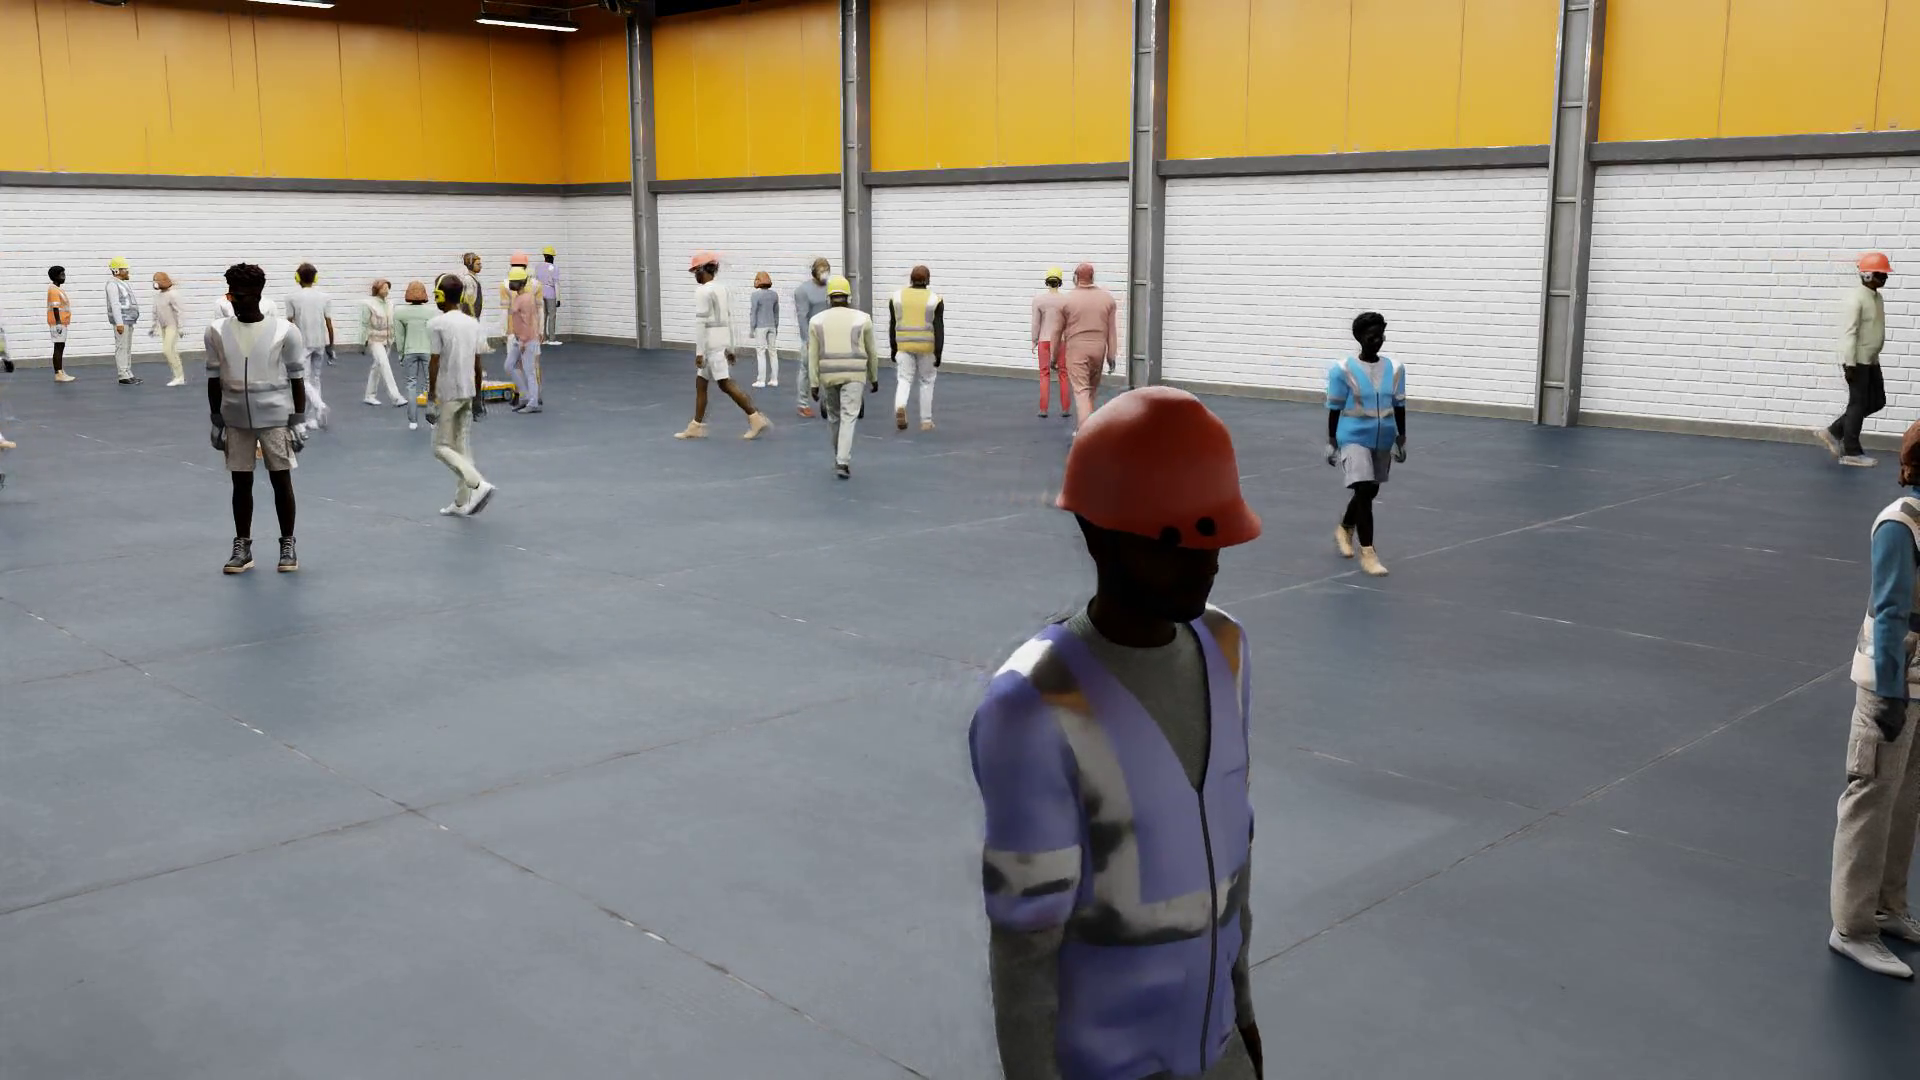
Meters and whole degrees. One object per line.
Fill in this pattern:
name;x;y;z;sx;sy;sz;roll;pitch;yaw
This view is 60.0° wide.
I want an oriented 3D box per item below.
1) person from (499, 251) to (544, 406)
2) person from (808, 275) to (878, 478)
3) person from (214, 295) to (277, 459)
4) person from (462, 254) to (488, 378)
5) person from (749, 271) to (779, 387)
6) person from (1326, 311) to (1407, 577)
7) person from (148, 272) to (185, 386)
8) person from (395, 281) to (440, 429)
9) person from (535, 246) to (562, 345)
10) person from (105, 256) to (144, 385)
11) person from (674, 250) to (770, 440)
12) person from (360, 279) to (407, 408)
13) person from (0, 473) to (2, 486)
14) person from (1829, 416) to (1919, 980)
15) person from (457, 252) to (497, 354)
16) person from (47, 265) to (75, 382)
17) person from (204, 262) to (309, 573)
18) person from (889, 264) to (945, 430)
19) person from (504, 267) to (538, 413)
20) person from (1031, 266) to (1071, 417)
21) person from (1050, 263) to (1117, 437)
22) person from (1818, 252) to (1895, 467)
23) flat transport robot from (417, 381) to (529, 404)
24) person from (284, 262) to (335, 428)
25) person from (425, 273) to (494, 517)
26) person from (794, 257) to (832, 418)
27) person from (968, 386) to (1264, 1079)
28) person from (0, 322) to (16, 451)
person;-5.491;-2.643;20.843;0.551;1.934;0.373;-6;12;-29
person;-1.043;-1.456;14.807;0.592;1.787;0.947;2;11;8
person;-6.881;-1.739;16.133;0.566;1.858;0.860;-2;11;-11
person;-7.285;-3.346;24.921;0.327;1.843;0.514;-3;11;-14
person;-2.763;-2.977;23.512;0.270;1.627;0.503;9;14;42
person;2.592;-0.647;10.702;0.533;1.660;0.831;-3;11;-15
person;-11.204;-2.968;23.493;0.501;1.617;0.493;7;13;34
person;-5.942;-2.031;18.319;0.507;1.636;0.275;-1;10;-6
person;-8.008;-4.755;32.421;0.581;1.919;0.391;6;12;28
person;-11.932;-3.123;23.741;0.404;1.833;0.589;-3;11;-14
person;-2.483;-2.012;17.331;1.012;1.991;0.631;2;11;9
person;-7.183;-2.450;20.732;0.875;1.578;0.530;5;11;25
person;-8.050;-1.308;13.293;0.445;2.033;0.630;5;11;24
person;2.787;0.434;4.869;0.515;1.641;0.314;-9;13;-39
person;-8.728;-4.255;29.943;0.768;1.812;0.634;-8;13;-38
person;-13.124;-3.149;24.246;0.317;1.697;0.540;-4;11;-22
person;-4.448;-0.766;10.533;0.607;1.963;0.374;-1;10;-7
person;-0.478;-2.075;18.067;0.633;1.821;0.713;2;11;12
person;-5.286;-2.385;19.908;0.450;1.751;0.546;-5;12;-26
person;1.093;-2.319;19.542;0.528;1.767;0.330;0;10;-1
person;1.264;-1.896;17.014;0.663;1.855;1.007;-3;11;-15
person;8.325;-1.670;15.412;0.650;1.980;0.497;-9;14;-40
flat transport robot;-6.254;-1.887;21.266;0.652;0.197;1.431;6;12;29
person;-7.095;-2.114;18.194;0.534;1.847;0.729;-9;14;-40
person;-3.762;-1.067;12.470;0.526;1.853;0.540;5;12;27
person;-1.618;-2.307;19.180;0.622;1.880;1.040;-6;12;-31
person;0.253;0.728;2.479;0.575;1.926;0.448;-10;14;-43
person;-9.616;-1.799;16.523;0.653;1.826;0.661;0;10;2
